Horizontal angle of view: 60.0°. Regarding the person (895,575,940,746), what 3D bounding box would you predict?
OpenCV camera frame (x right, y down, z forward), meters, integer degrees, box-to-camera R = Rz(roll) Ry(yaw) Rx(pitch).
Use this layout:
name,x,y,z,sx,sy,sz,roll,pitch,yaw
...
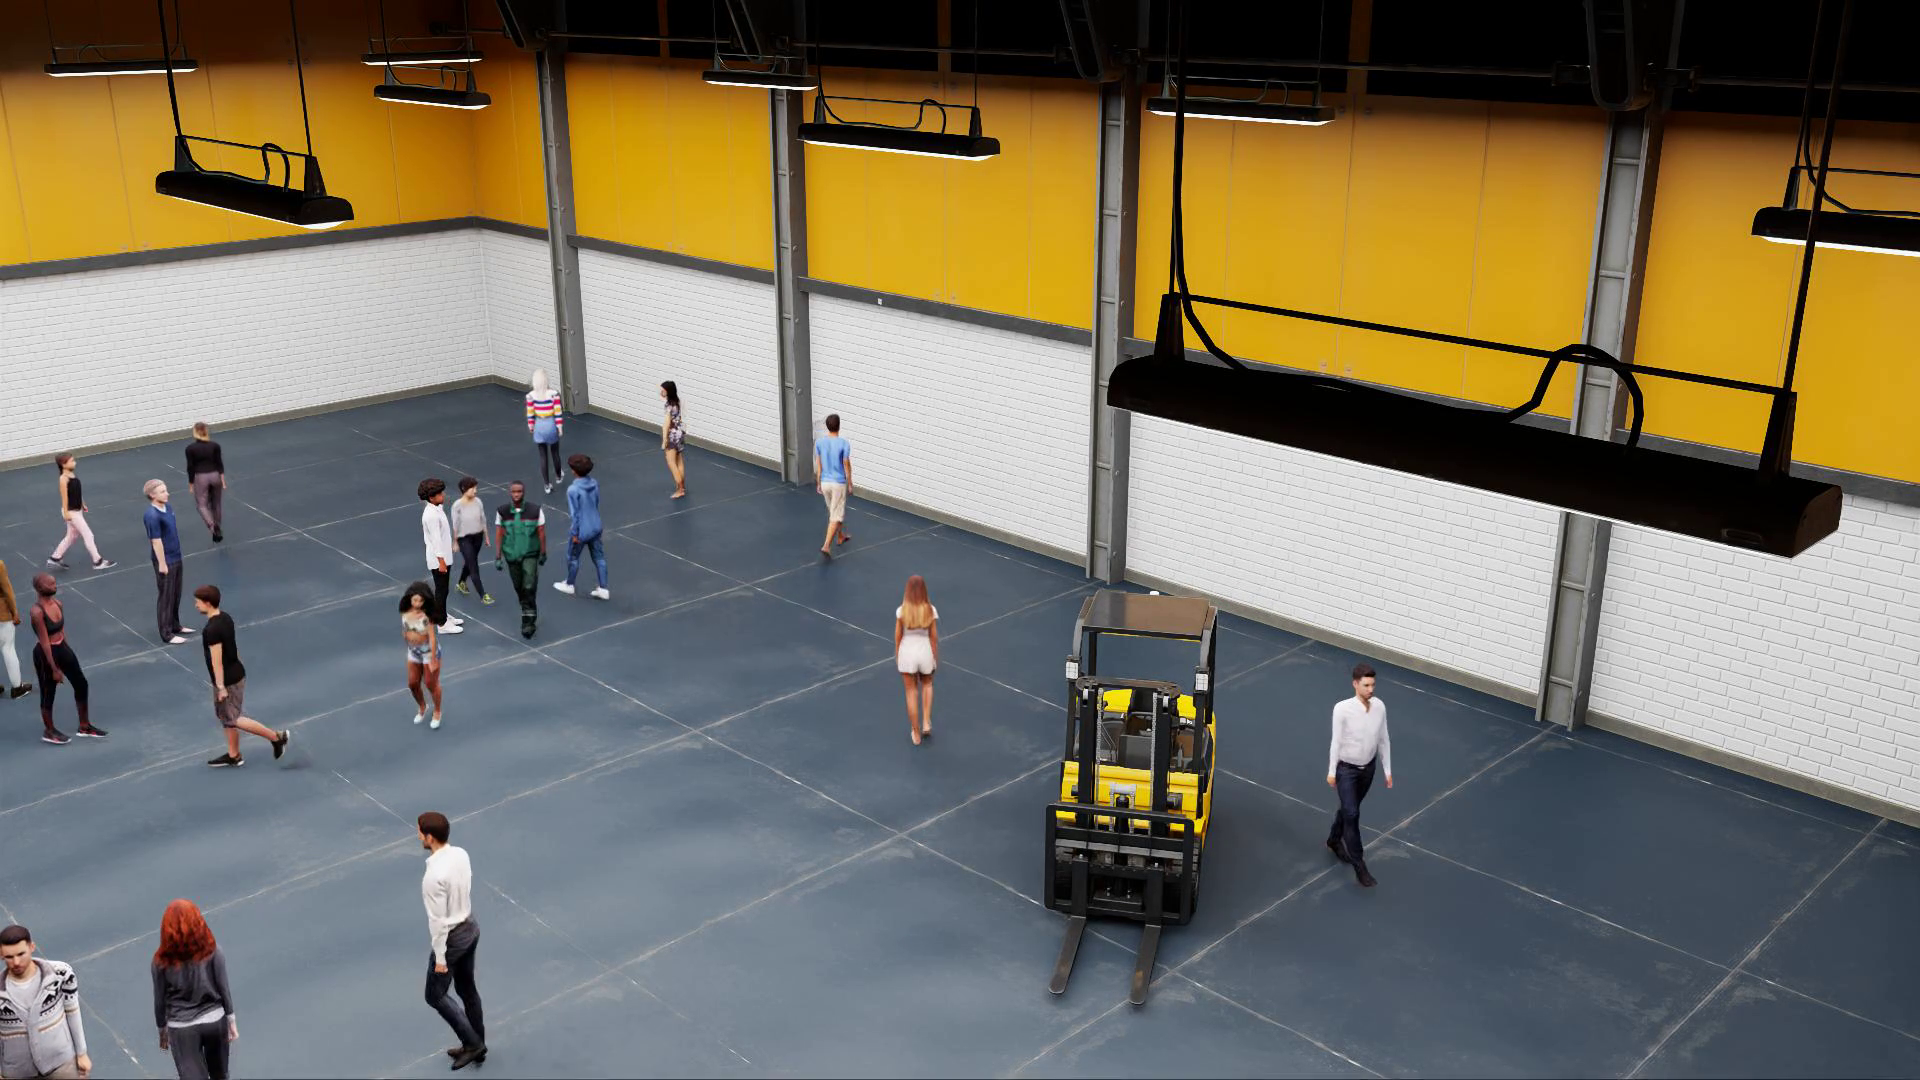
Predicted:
name,x,y,z,sx,sy,sz,roll,pitch,yaw
person,-0.422,1.181,16.086,0.742,1.679,0.807,-2,19,-7

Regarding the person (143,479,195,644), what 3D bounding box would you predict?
name,x,y,z,sx,sy,sz,roll,pitch,yaw
person,-8.902,0.218,18.647,0.794,1.871,0.706,-2,19,-6

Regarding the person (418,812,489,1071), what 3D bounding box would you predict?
name,x,y,z,sx,sy,sz,roll,pitch,yaw
person,-3.330,2.722,11.244,0.866,1.849,0.839,3,19,7

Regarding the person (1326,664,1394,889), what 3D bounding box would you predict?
name,x,y,z,sx,sy,sz,roll,pitch,yaw
person,3.242,1.859,13.826,0.992,1.838,1.224,-6,20,-17

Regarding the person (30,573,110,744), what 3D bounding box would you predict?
name,x,y,z,sx,sy,sz,roll,pitch,yaw
person,-8.854,1.155,16.075,0.963,1.737,0.864,4,19,11

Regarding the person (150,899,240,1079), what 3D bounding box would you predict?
name,x,y,z,sx,sy,sz,roll,pitch,yaw
person,-4.705,3.103,10.287,0.870,1.739,1.185,-8,20,-22

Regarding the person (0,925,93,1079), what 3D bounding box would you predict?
name,x,y,z,sx,sy,sz,roll,pitch,yaw
person,-5.546,3.129,10.017,0.740,1.862,0.671,-10,21,-27

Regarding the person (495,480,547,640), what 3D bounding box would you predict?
name,x,y,z,sx,sy,sz,roll,pitch,yaw
person,-4.964,0.190,18.877,1.181,1.776,1.275,-1,19,-3

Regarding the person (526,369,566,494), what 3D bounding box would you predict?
name,x,y,z,sx,sy,sz,roll,pitch,yaw
person,-6.012,-1.561,24.069,0.999,1.781,1.074,-1,19,-2

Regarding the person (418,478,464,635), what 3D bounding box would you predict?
name,x,y,z,sx,sy,sz,roll,pitch,yaw
person,-5.915,0.166,18.896,0.789,1.810,0.686,-4,19,-13

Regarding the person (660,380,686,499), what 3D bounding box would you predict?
name,x,y,z,sx,sy,sz,roll,pitch,yaw
person,-4.096,-1.491,23.953,0.771,1.722,0.782,9,20,24

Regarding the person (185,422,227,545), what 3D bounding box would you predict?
name,x,y,z,sx,sy,sz,roll,pitch,yaw
person,-9.791,-0.695,21.690,0.653,1.658,0.916,-14,23,-36

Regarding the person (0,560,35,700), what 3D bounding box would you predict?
name,x,y,z,sx,sy,sz,roll,pitch,yaw
person,-9.957,0.766,17.102,0.721,1.817,0.749,-3,19,-7

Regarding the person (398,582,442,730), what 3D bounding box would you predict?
name,x,y,z,sx,sy,sz,roll,pitch,yaw
person,-5.268,1.137,16.374,0.664,1.580,0.752,10,21,28

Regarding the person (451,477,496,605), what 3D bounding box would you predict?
name,x,y,z,sx,sy,sz,roll,pitch,yaw
person,-5.904,-0.015,19.910,1.070,1.506,0.608,16,24,39

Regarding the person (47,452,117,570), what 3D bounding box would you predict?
name,x,y,z,sx,sy,sz,roll,pitch,yaw
person,-11.176,-0.336,20.820,0.942,1.534,1.025,-5,19,-14

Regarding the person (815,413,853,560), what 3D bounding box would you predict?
name,x,y,z,sx,sy,sz,roll,pitch,yaw
person,-1.645,-0.678,21.352,1.238,1.842,1.013,8,20,22

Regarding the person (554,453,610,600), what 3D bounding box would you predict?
name,x,y,z,sx,sy,sz,roll,pitch,yaw
person,-4.402,-0.129,19.813,1.011,1.785,0.781,12,22,33

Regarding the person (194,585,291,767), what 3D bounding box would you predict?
name,x,y,z,sx,sy,sz,roll,pitch,yaw
person,-6.740,1.289,15.519,1.055,1.836,1.078,-3,19,-10
